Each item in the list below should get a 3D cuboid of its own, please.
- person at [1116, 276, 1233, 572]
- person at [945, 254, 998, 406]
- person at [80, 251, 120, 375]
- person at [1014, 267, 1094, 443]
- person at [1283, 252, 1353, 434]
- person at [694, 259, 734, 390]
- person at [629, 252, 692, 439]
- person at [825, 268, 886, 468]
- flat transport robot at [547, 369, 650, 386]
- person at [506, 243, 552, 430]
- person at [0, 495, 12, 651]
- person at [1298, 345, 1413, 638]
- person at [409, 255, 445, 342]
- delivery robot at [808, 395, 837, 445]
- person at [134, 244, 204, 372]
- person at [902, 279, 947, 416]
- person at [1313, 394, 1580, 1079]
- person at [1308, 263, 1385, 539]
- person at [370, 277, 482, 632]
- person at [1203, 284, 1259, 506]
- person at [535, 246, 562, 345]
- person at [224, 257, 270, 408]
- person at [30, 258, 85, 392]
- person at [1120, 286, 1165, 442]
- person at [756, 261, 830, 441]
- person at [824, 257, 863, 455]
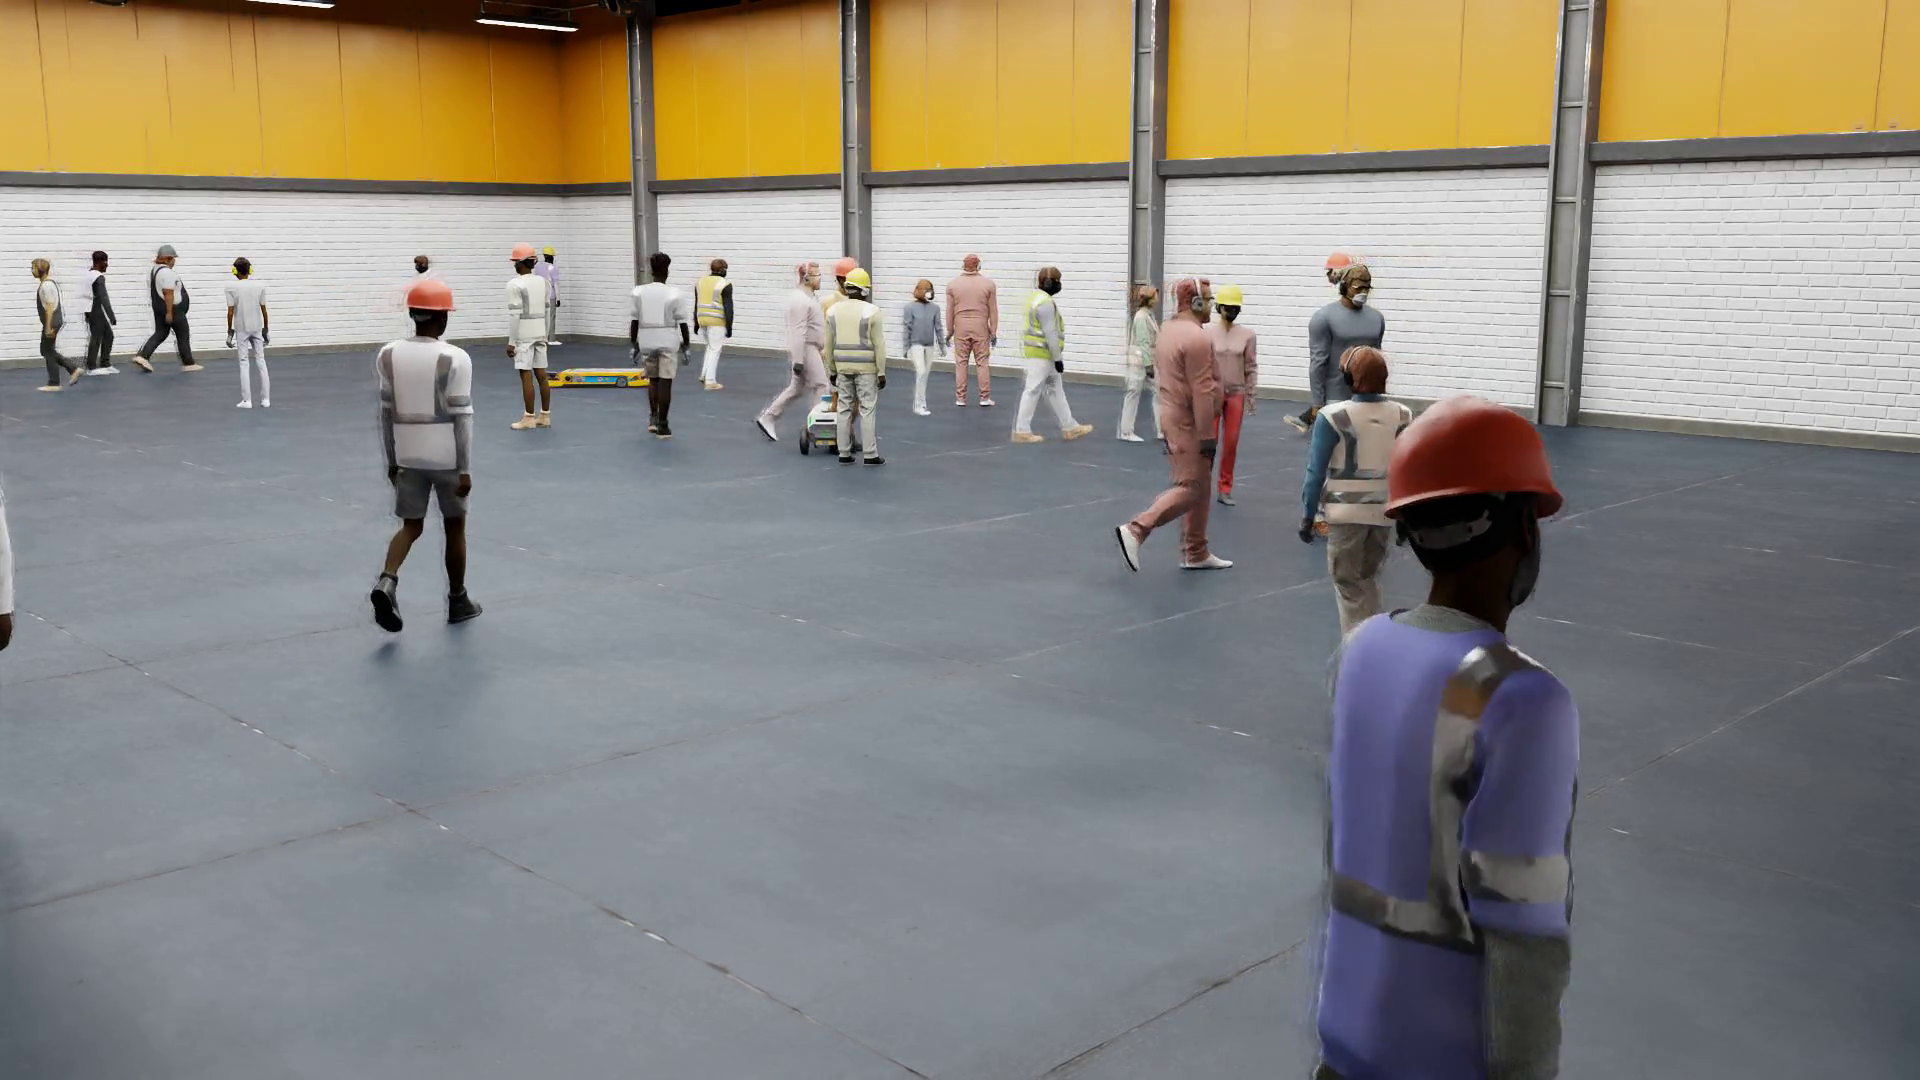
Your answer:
[{"bbox_3d":[1.372,-0.706,10.430,0.733,1.881,0.652,-1,10,-6],"label":"person"},{"bbox_3d":[0.141,-2.612,20.790,0.690,1.901,0.405,1,10,3],"label":"person"},{"bbox_3d":[-13.141,-3.474,25.483,0.668,1.889,0.612,-8,13,-38],"label":"person"},{"bbox_3d":[0.976,-1.895,17.131,0.915,1.799,0.652,0,10,-2],"label":"person"},{"bbox_3d":[3.897,-2.036,17.498,1.005,1.939,0.649,6,12,30],"label":"person"},{"bbox_3d":[-3.430,-2.996,23.147,0.637,1.807,0.524,7,13,35],"label":"person"},{"bbox_3d":[-3.147,-2.051,17.569,0.643,1.947,0.534,2,11,11],"label":"person"},{"bbox_3d":[-0.940,-1.580,15.332,0.603,1.828,0.404,5,11,25],"label":"person"},{"bbox_3d":[-5.061,-2.307,23.551,1.431,0.197,0.652,0,10,-2],"label":"flat transport robot"},{"bbox_3d":[-4.746,-2.222,18.255,0.375,2.044,0.607,5,12,27],"label":"person"},{"bbox_3d":[-3.525,0.204,5.595,0.602,1.826,1.004,-4,11,-21],"label":"person"},{"bbox_3d":[1.850,-0.093,7.800,0.517,1.624,0.440,-4,11,-21],"label":"person"},{"bbox_3d":[-9.184,-3.996,28.613,0.641,1.799,0.962,8,13,38],"label":"person"},{"bbox_3d":[-1.310,-1.185,16.405,0.477,0.478,0.707,0,10,-1],"label":"delivery robot"},{"bbox_3d":[-12.462,-3.641,25.997,0.681,2.000,0.957,9,14,40],"label":"person"},{"bbox_3d":[-0.393,-2.268,19.691,0.510,1.610,0.633,-8,13,-36],"label":"person"},{"bbox_3d":[0.722,0.743,2.482,0.602,1.894,0.580,-4,11,-23],"label":"person"},{"bbox_3d":[2.745,-0.981,11.787,0.627,1.934,0.372,-5,12,-26],"label":"person"},{"bbox_3d":[-2.881,-0.444,8.917,0.549,1.919,0.770,2,11,11],"label":"person"},{"bbox_3d":[2.087,-1.136,13.113,0.546,1.752,0.365,-1,10,-7],"label":"person"},{"bbox_3d":[-8.002,-4.747,32.383,0.580,1.918,0.402,6,12,29],"label":"person"},{"bbox_3d":[-8.824,-2.561,20.598,0.515,1.865,0.329,-9,13,-39],"label":"person"},{"bbox_3d":[-12.391,-2.936,22.741,0.500,1.832,0.505,-5,12,-27],"label":"person"},{"bbox_3d":[1.987,-1.791,17.060,0.744,1.605,0.535,4,11,18],"label":"person"},{"bbox_3d":[-1.640,-1.920,17.084,0.925,1.874,0.645,-1,10,-4],"label":"person"},{"bbox_3d":[-1.092,-1.769,16.120,0.468,1.915,0.563,5,11,24],"label":"person"}]
